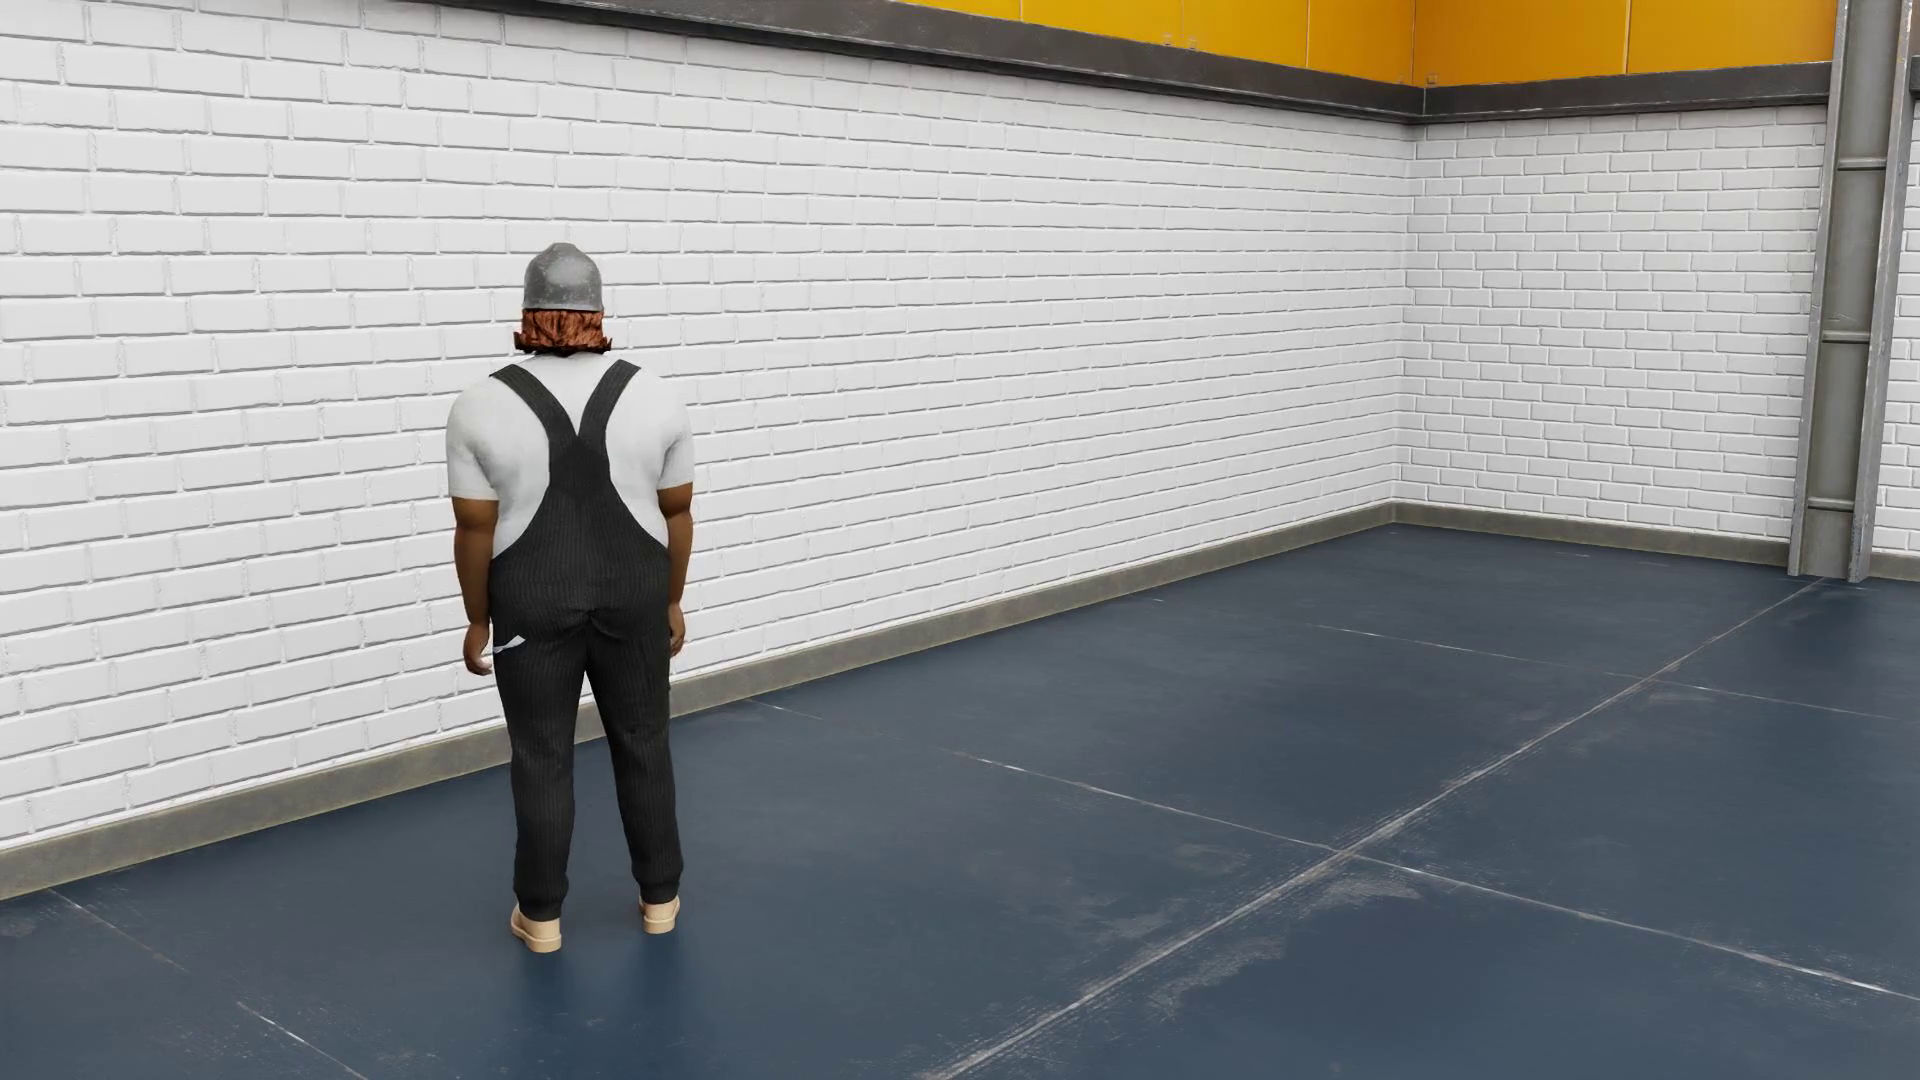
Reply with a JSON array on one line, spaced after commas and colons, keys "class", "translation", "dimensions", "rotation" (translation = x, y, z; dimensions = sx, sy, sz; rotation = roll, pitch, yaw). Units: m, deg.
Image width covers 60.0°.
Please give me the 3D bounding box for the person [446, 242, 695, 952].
[{"class": "person", "translation": [-1.123, 0.165, 4.842], "dimensions": [0.678, 2.000, 0.536], "rotation": [-3, 11, -19]}]
